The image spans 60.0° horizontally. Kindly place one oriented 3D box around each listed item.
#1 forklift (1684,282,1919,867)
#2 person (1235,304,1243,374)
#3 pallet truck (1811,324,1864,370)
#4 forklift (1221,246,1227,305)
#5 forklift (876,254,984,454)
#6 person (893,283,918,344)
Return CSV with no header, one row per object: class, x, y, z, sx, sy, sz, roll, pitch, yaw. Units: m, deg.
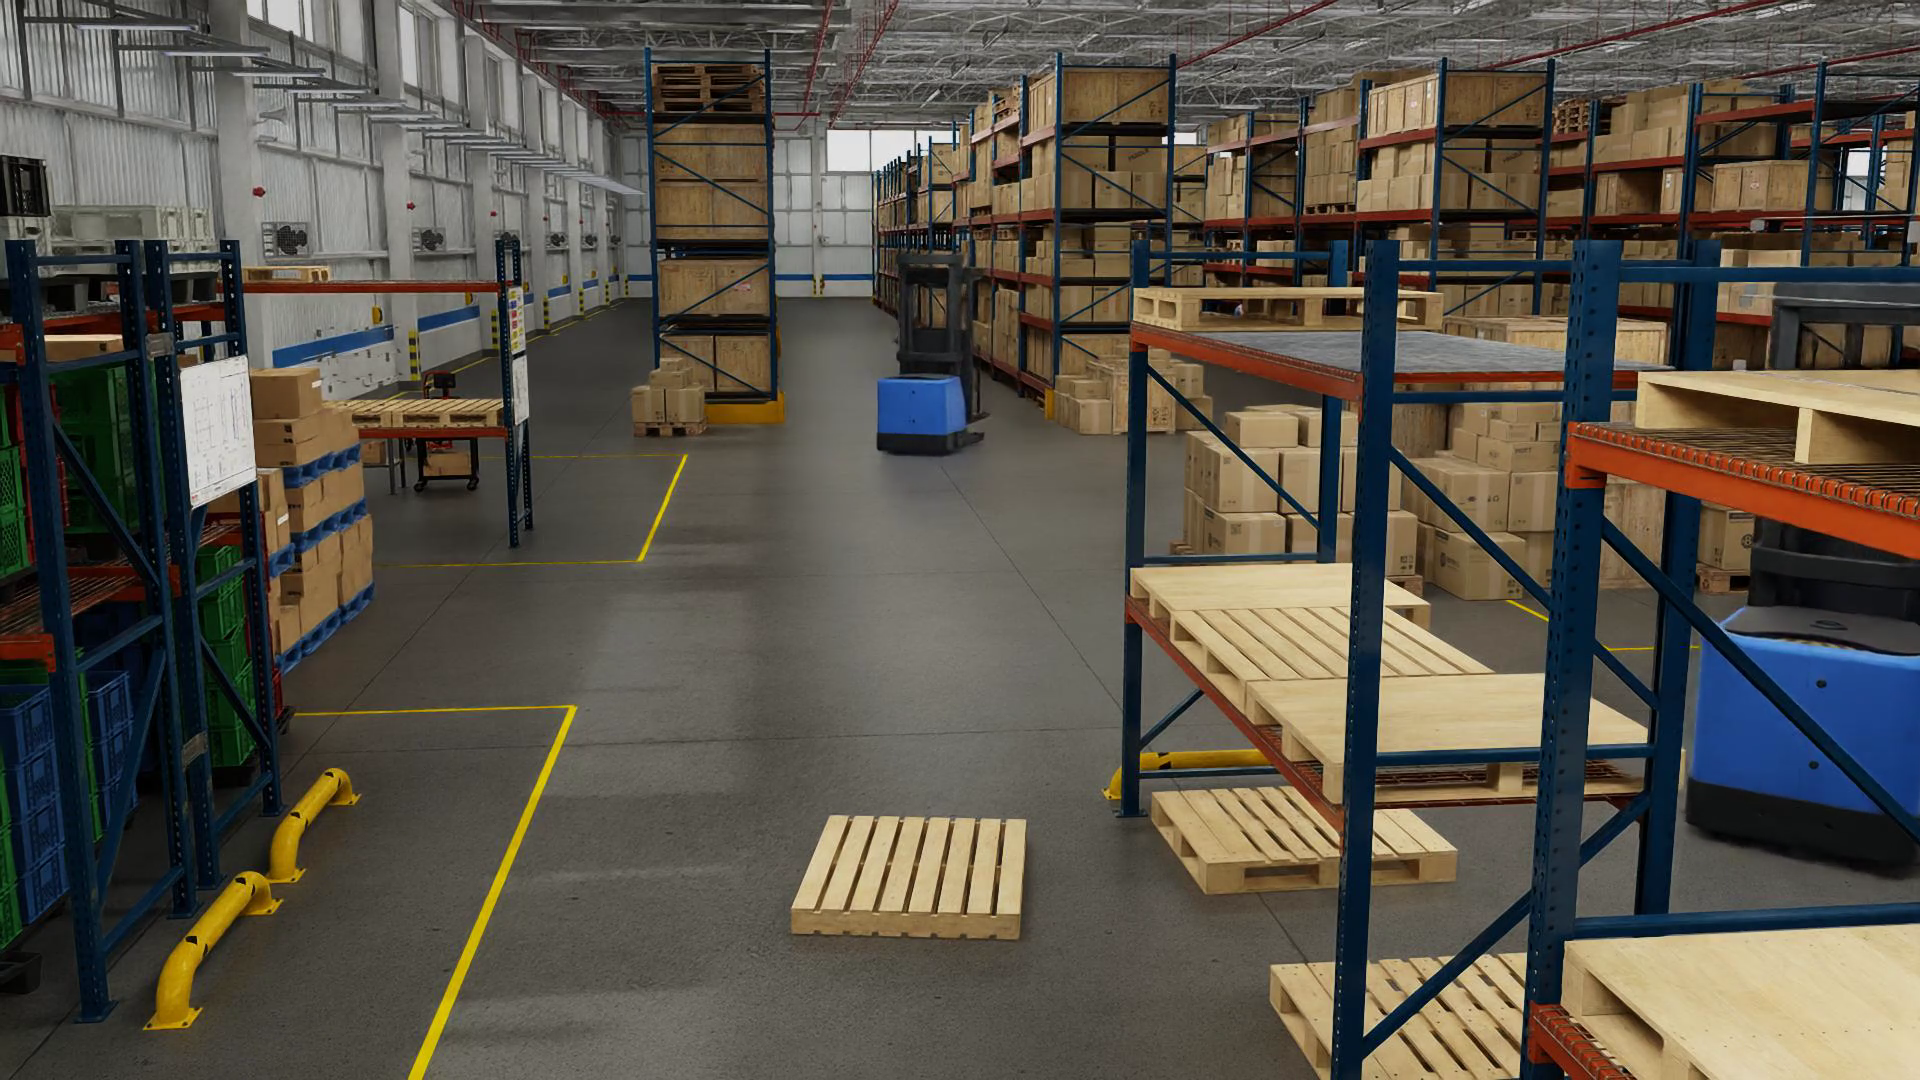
forklift,4.647,0.052,8.648,1.129,2.768,1.873,8,13,37
person,6.533,-4.678,37.745,0.624,1.841,0.430,0,10,1
pallet truck,15.846,-3.142,28.793,1.885,1.965,0.823,2,10,12
forklift,9.430,-8.633,56.771,1.129,2.768,1.873,-1,10,-6
forklift,-0.436,-2.727,24.042,1.129,2.768,1.873,3,11,17
person,-1.512,-6.576,48.398,0.958,1.813,0.563,6,12,28
